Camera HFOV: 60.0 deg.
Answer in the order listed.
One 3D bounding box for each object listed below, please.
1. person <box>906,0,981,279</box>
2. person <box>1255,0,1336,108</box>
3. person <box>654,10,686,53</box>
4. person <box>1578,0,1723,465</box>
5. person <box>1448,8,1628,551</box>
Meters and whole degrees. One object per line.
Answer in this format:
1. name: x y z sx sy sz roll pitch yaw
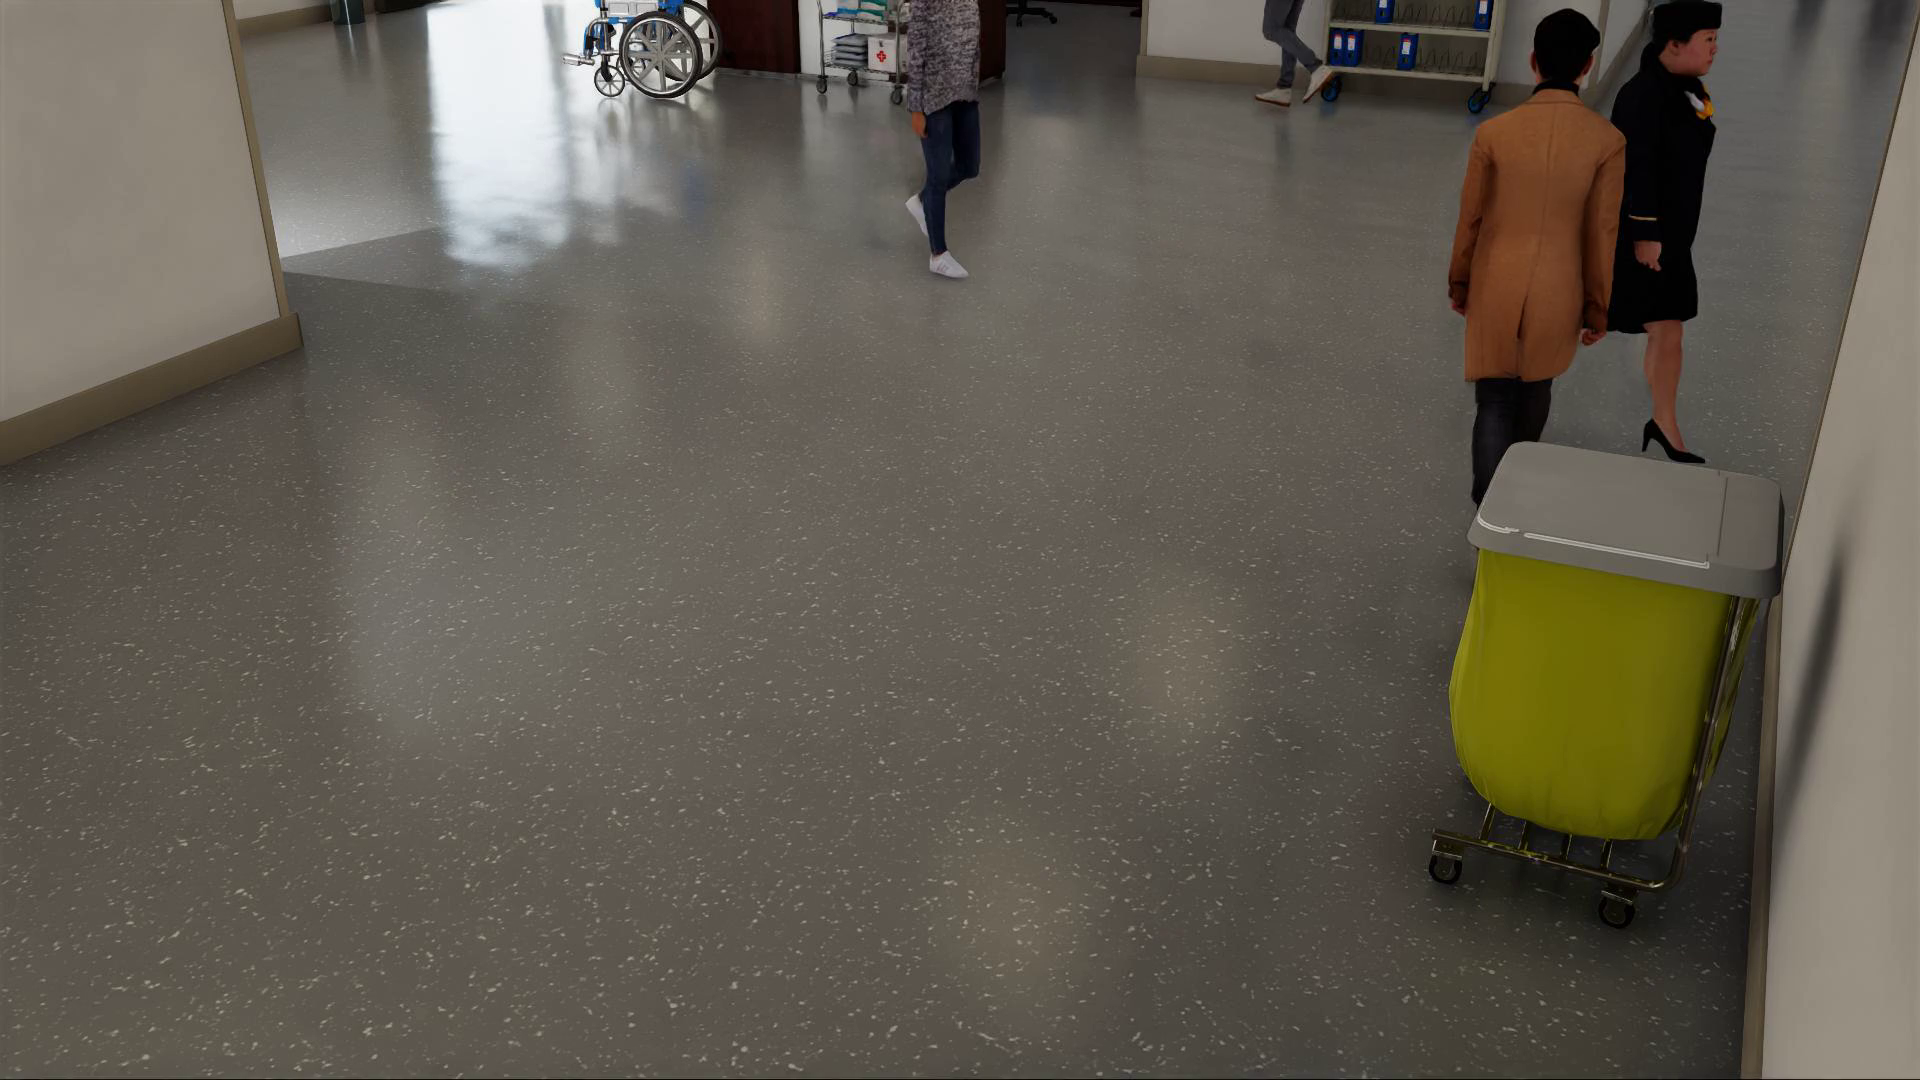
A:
1. person: -0.140 -2.189 8.252 0.812 1.718 0.937 -21 33 -36
2. person: 2.462 -4.028 11.876 0.938 1.882 0.771 18 31 32
3. person: -2.555 -4.716 14.032 0.484 1.249 0.596 15 30 29
4. person: 2.389 -1.105 6.095 0.973 1.639 1.184 -20 32 -36
5. person: 1.780 -0.751 5.261 1.123 1.683 0.829 8 27 17
